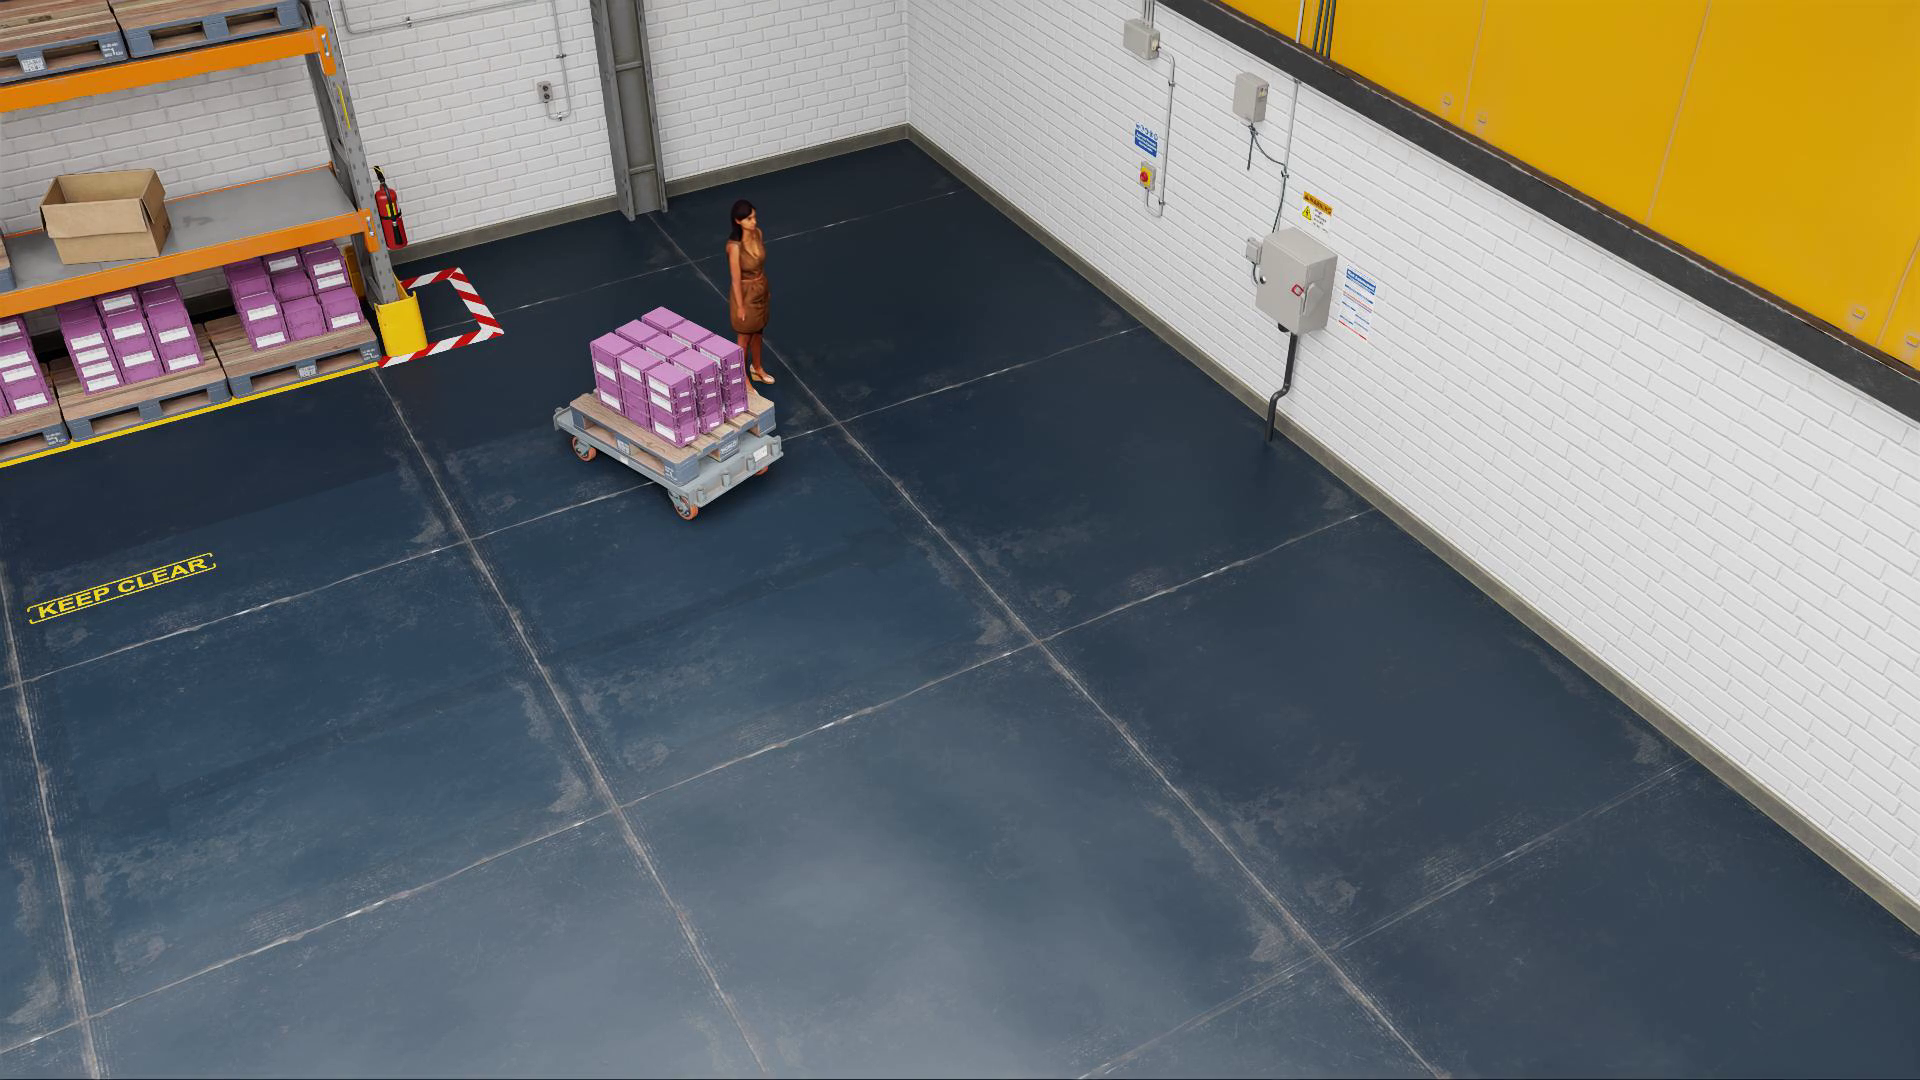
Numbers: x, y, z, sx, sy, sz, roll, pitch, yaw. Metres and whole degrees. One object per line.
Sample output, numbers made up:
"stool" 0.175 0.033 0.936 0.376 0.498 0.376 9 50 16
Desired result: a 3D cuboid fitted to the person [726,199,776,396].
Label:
"person" -1.658 -1.915 13.126 0.707 1.688 0.613 17 42 20
